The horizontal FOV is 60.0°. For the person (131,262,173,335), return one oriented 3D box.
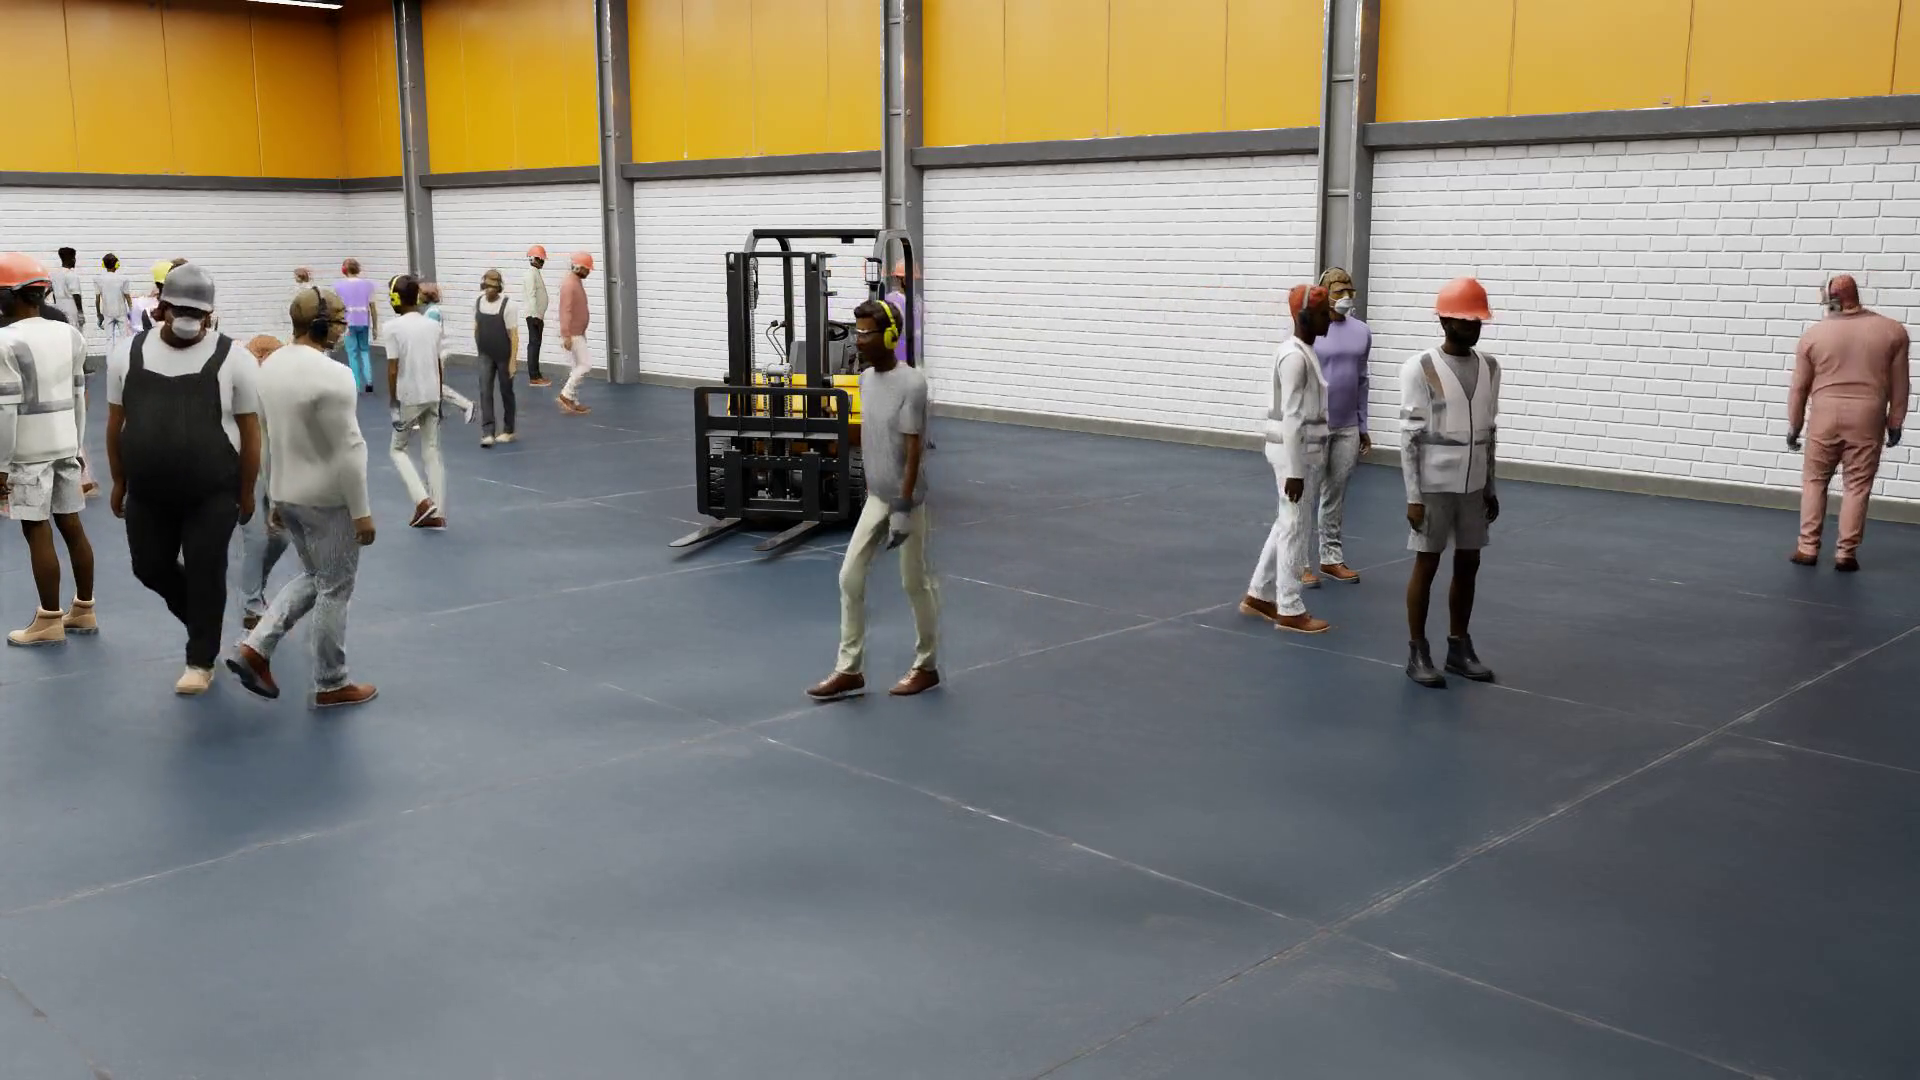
[{"bbox_3d":[-7.156,-1.562,15.100,0.590,1.874,0.960,-7,13,-34],"label":"person"}]

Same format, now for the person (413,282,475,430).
[{"bbox_3d":[-5.726,-2.017,18.274,0.599,1.623,0.526,-5,12,-27],"label":"person"}]

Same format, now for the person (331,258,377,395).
[{"bbox_3d":[-8.104,-2.846,22.259,0.563,1.830,0.465,-9,13,-39],"label":"person"}]

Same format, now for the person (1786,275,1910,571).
[{"bbox_3d":[5.655,-0.721,10.640,0.685,1.904,0.402,5,12,26],"label":"person"}]

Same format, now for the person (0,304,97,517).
[{"bbox_3d":[-7.179,-1.195,12.946,0.647,1.943,1.040,4,11,19],"label":"person"}]

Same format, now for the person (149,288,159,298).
[{"bbox_3d":[-7.670,-1.626,16.151,0.543,1.619,0.526,7,12,33],"label":"person"}]

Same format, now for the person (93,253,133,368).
[{"bbox_3d":[-12.493,-3.298,24.598,0.516,1.872,0.327,-3,11,-17],"label":"person"}]

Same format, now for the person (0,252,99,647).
[{"bbox_3d":[-4.809,-0.463,8.662,0.371,2.044,0.607,2,11,12],"label":"person"}]

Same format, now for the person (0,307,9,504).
[{"bbox_3d":[-7.629,-1.262,13.462,0.616,1.900,0.997,4,11,22],"label":"person"}]

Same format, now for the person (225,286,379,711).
[{"bbox_3d":[-2.903,-0.154,7.350,0.635,1.917,0.540,9,13,39],"label":"person"}]

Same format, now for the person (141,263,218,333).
[{"bbox_3d":[-6.108,-1.215,13.122,0.390,1.914,0.587,10,14,43],"label":"person"}]

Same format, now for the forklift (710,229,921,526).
[{"bbox_3d":[-1.050,-1.319,12.920,1.214,2.155,2.313,2,11,13],"label":"forklift"}]

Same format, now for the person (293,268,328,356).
[{"bbox_3d":[-10.504,-3.520,26.512,0.833,1.596,0.529,-3,11,-18],"label":"person"}]

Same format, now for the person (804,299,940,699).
[{"bbox_3d":[-0.372,-0.155,7.526,0.788,1.840,0.533,-9,14,-40],"label":"person"}]

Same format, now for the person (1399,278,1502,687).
[{"bbox_3d":[2.342,-0.268,7.895,0.574,1.927,0.388,-4,11,-21],"label":"person"}]

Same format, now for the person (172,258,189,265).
[{"bbox_3d":[-10.358,-2.863,22.341,0.681,1.819,0.664,5,11,25],"label":"person"}]

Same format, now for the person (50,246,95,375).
[{"bbox_3d":[-13.555,-3.481,25.352,0.612,1.955,0.367,6,12,30],"label":"person"}]

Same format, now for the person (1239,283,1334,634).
[{"bbox_3d":[1.812,-0.438,8.992,0.400,1.889,0.587,3,11,13],"label":"person"}]

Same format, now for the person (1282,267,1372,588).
[{"bbox_3d":[2.248,-0.684,10.152,0.628,1.940,0.373,-5,12,-27],"label":"person"}]

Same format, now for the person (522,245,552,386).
[{"bbox_3d":[-6.007,-3.181,23.635,0.392,1.988,0.608,-1,10,-8],"label":"person"}]

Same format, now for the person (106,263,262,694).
[{"bbox_3d":[-3.641,-0.315,7.863,0.707,2.000,0.708,-1,10,-7],"label":"person"}]

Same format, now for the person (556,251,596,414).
[{"bbox_3d":[-4.538,-2.443,19.731,0.497,1.943,0.667,0,10,0],"label":"person"}]

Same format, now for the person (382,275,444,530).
[{"bbox_3d":[-3.929,-0.981,12.014,0.408,1.846,0.529,8,13,38],"label":"person"}]

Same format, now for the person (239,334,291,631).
[{"bbox_3d":[-3.860,-0.327,9.127,0.607,1.599,0.537,5,11,25],"label":"person"}]

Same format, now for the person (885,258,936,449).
[{"bbox_3d":[-0.621,-1.876,16.747,0.826,1.915,0.553,9,13,39],"label":"person"}]

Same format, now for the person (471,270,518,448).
[{"bbox_3d":[-4.686,-1.822,16.788,0.516,1.777,0.895,1,10,5],"label":"person"}]
